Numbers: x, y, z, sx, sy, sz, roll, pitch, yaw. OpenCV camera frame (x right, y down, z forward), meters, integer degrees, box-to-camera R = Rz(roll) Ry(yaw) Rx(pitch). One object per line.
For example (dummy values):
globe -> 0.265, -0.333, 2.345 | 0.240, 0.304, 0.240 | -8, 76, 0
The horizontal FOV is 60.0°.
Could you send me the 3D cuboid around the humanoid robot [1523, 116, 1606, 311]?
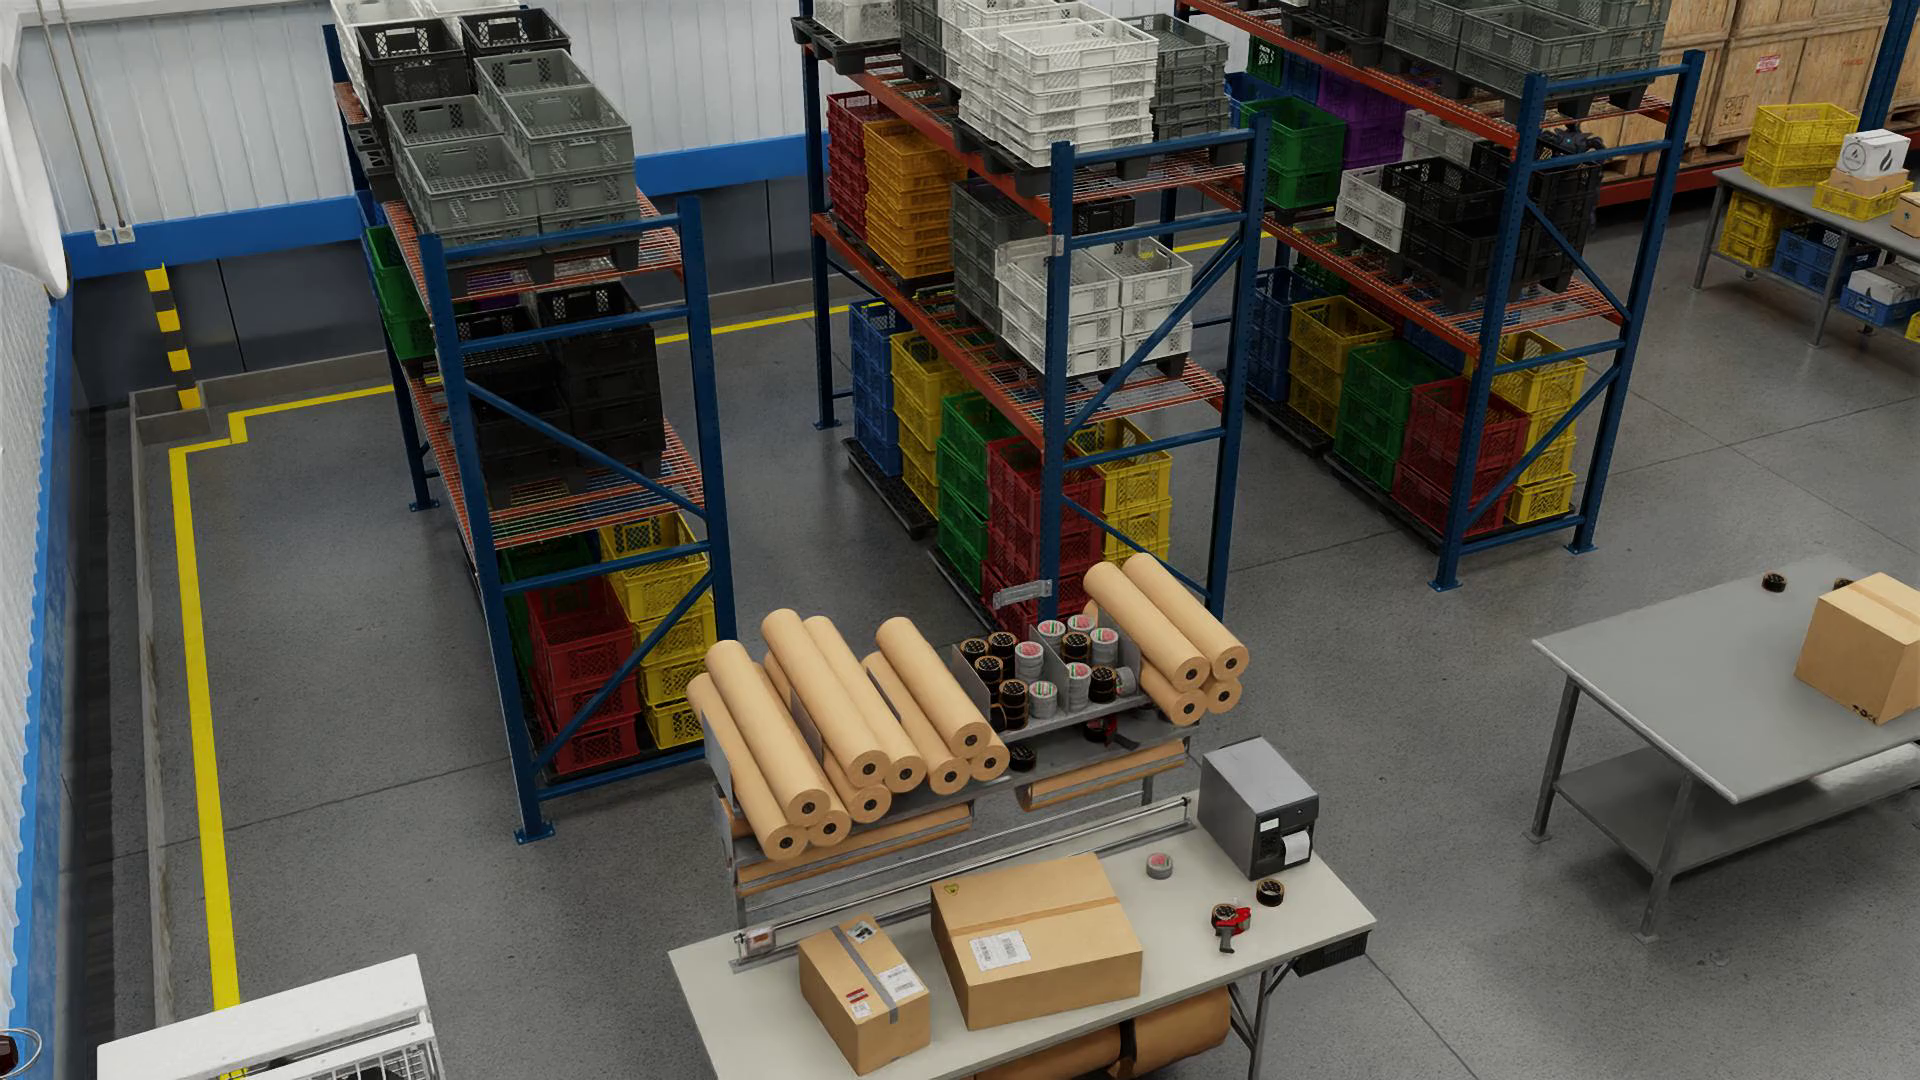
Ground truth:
humanoid robot -> 4.645, -2.595, 12.840 | 0.589, 1.648, 0.333 | 18, 36, 27
